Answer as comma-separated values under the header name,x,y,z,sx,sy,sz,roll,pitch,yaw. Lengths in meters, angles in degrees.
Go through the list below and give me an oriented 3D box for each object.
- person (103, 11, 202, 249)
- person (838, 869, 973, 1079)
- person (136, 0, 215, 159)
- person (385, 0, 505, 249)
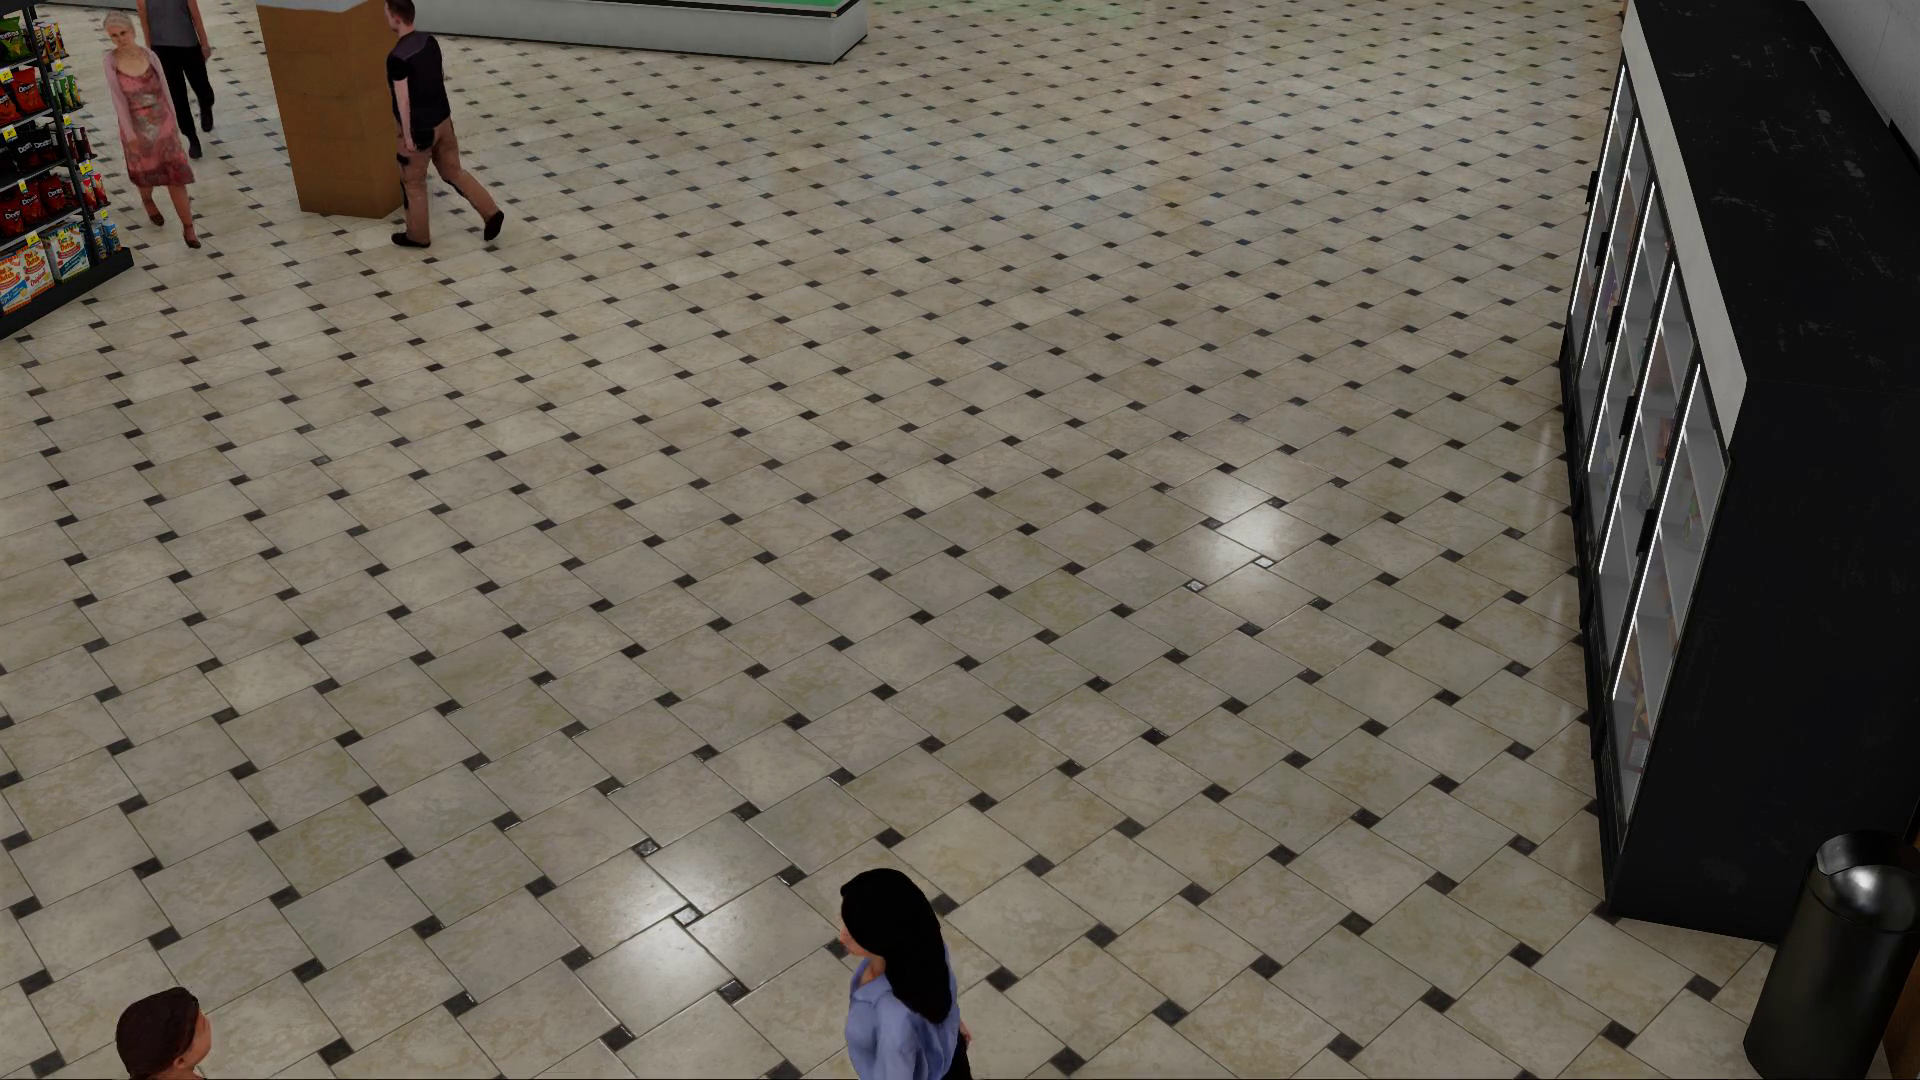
name,x,y,z,sx,sy,sz,roll,pitch,yaw
person,-5.866,-2.939,11.923,1.000,1.648,1.169,-24,39,-34
person,-0.026,1.538,4.675,0.915,1.702,0.810,2,32,3
person,-6.424,-4.058,13.643,1.020,1.731,1.030,-12,34,-18
person,-3.713,-2.930,11.749,1.077,1.816,0.787,12,34,18
